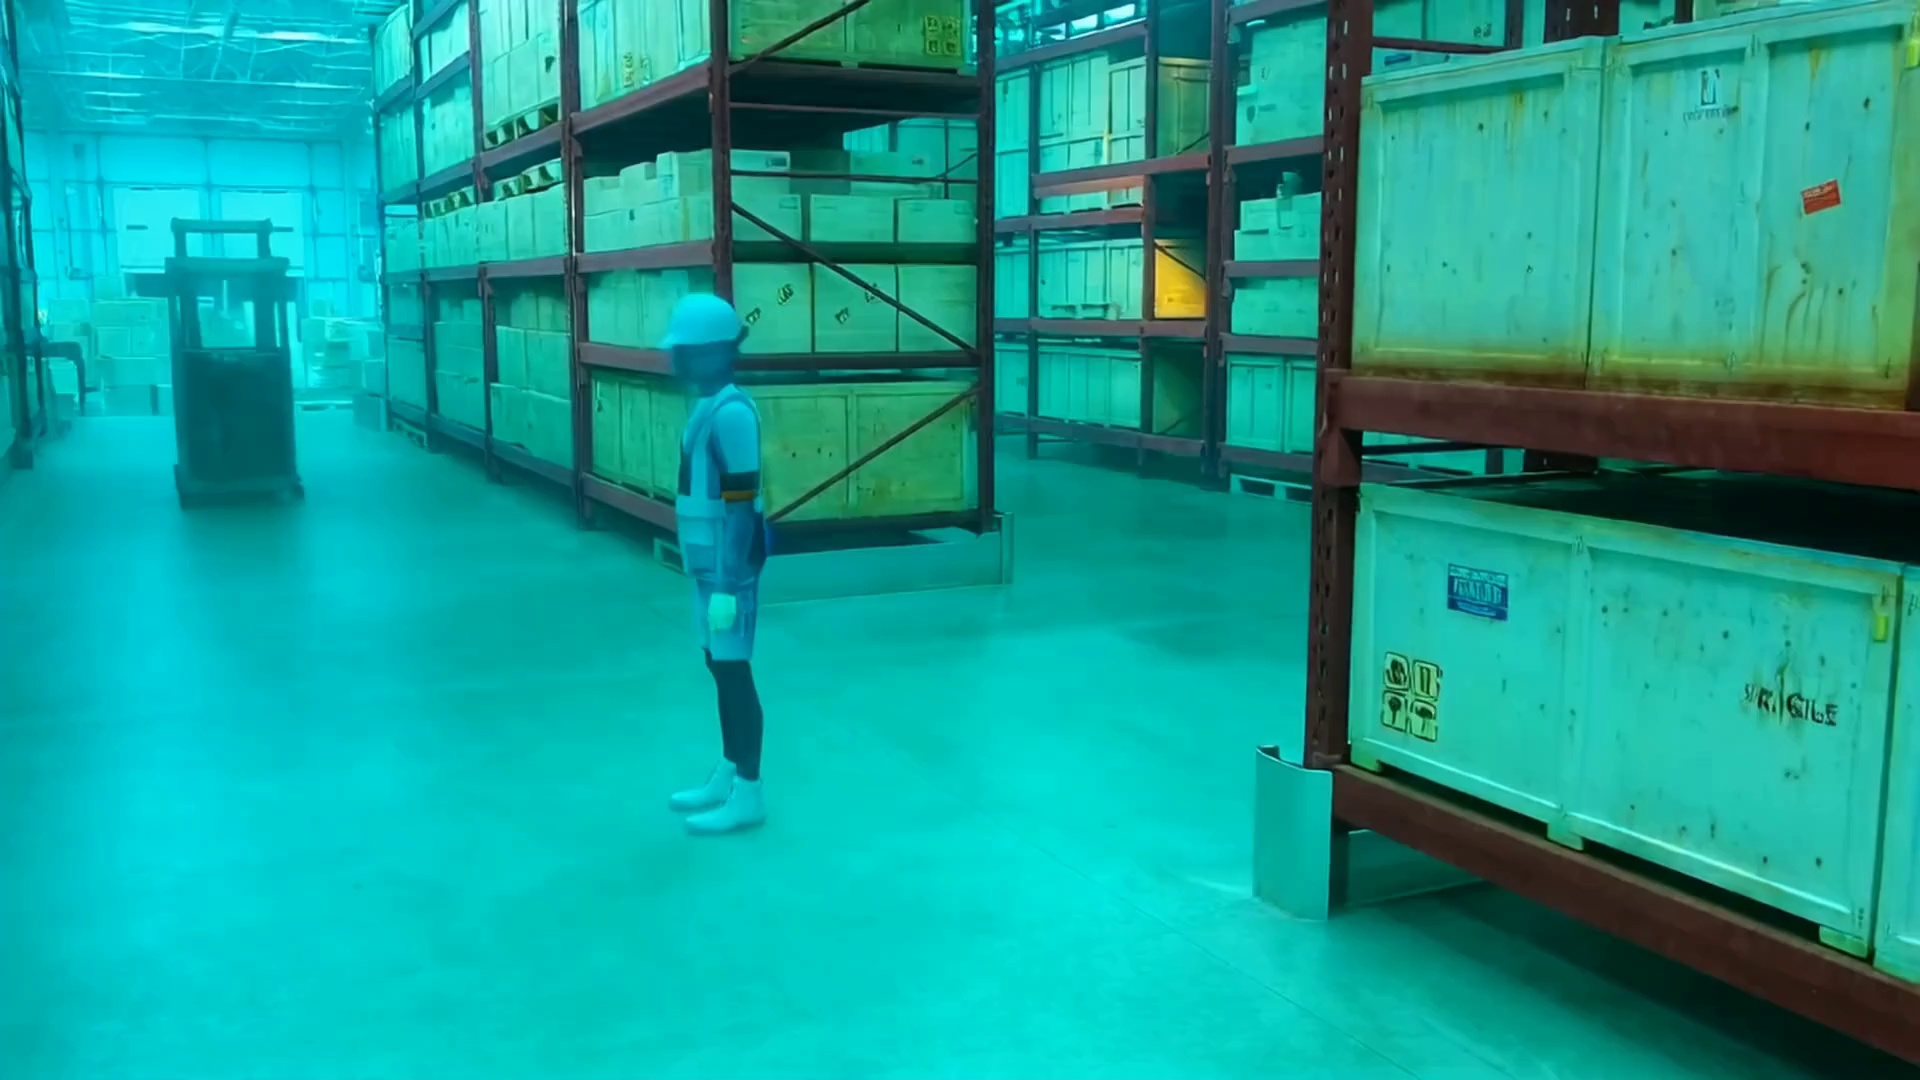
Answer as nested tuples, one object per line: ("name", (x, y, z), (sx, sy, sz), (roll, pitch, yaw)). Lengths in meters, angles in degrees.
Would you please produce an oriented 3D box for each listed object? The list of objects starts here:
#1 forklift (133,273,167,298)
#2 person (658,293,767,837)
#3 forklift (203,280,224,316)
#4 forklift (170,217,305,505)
("forklift", (-25.710, -7.092, 52.996), (1.873, 2.768, 1.129), (6, 10, 37))
("person", (-0.931, 0.095, 6.301), (0.381, 2.044, 0.605), (-2, 9, -16))
("forklift", (-14.838, -4.218, 33.174), (1.873, 2.768, 1.129), (-4, 9, -27))
("forklift", (-7.402, -1.850, 16.847), (1.129, 2.768, 1.873), (-4, 9, -26))
